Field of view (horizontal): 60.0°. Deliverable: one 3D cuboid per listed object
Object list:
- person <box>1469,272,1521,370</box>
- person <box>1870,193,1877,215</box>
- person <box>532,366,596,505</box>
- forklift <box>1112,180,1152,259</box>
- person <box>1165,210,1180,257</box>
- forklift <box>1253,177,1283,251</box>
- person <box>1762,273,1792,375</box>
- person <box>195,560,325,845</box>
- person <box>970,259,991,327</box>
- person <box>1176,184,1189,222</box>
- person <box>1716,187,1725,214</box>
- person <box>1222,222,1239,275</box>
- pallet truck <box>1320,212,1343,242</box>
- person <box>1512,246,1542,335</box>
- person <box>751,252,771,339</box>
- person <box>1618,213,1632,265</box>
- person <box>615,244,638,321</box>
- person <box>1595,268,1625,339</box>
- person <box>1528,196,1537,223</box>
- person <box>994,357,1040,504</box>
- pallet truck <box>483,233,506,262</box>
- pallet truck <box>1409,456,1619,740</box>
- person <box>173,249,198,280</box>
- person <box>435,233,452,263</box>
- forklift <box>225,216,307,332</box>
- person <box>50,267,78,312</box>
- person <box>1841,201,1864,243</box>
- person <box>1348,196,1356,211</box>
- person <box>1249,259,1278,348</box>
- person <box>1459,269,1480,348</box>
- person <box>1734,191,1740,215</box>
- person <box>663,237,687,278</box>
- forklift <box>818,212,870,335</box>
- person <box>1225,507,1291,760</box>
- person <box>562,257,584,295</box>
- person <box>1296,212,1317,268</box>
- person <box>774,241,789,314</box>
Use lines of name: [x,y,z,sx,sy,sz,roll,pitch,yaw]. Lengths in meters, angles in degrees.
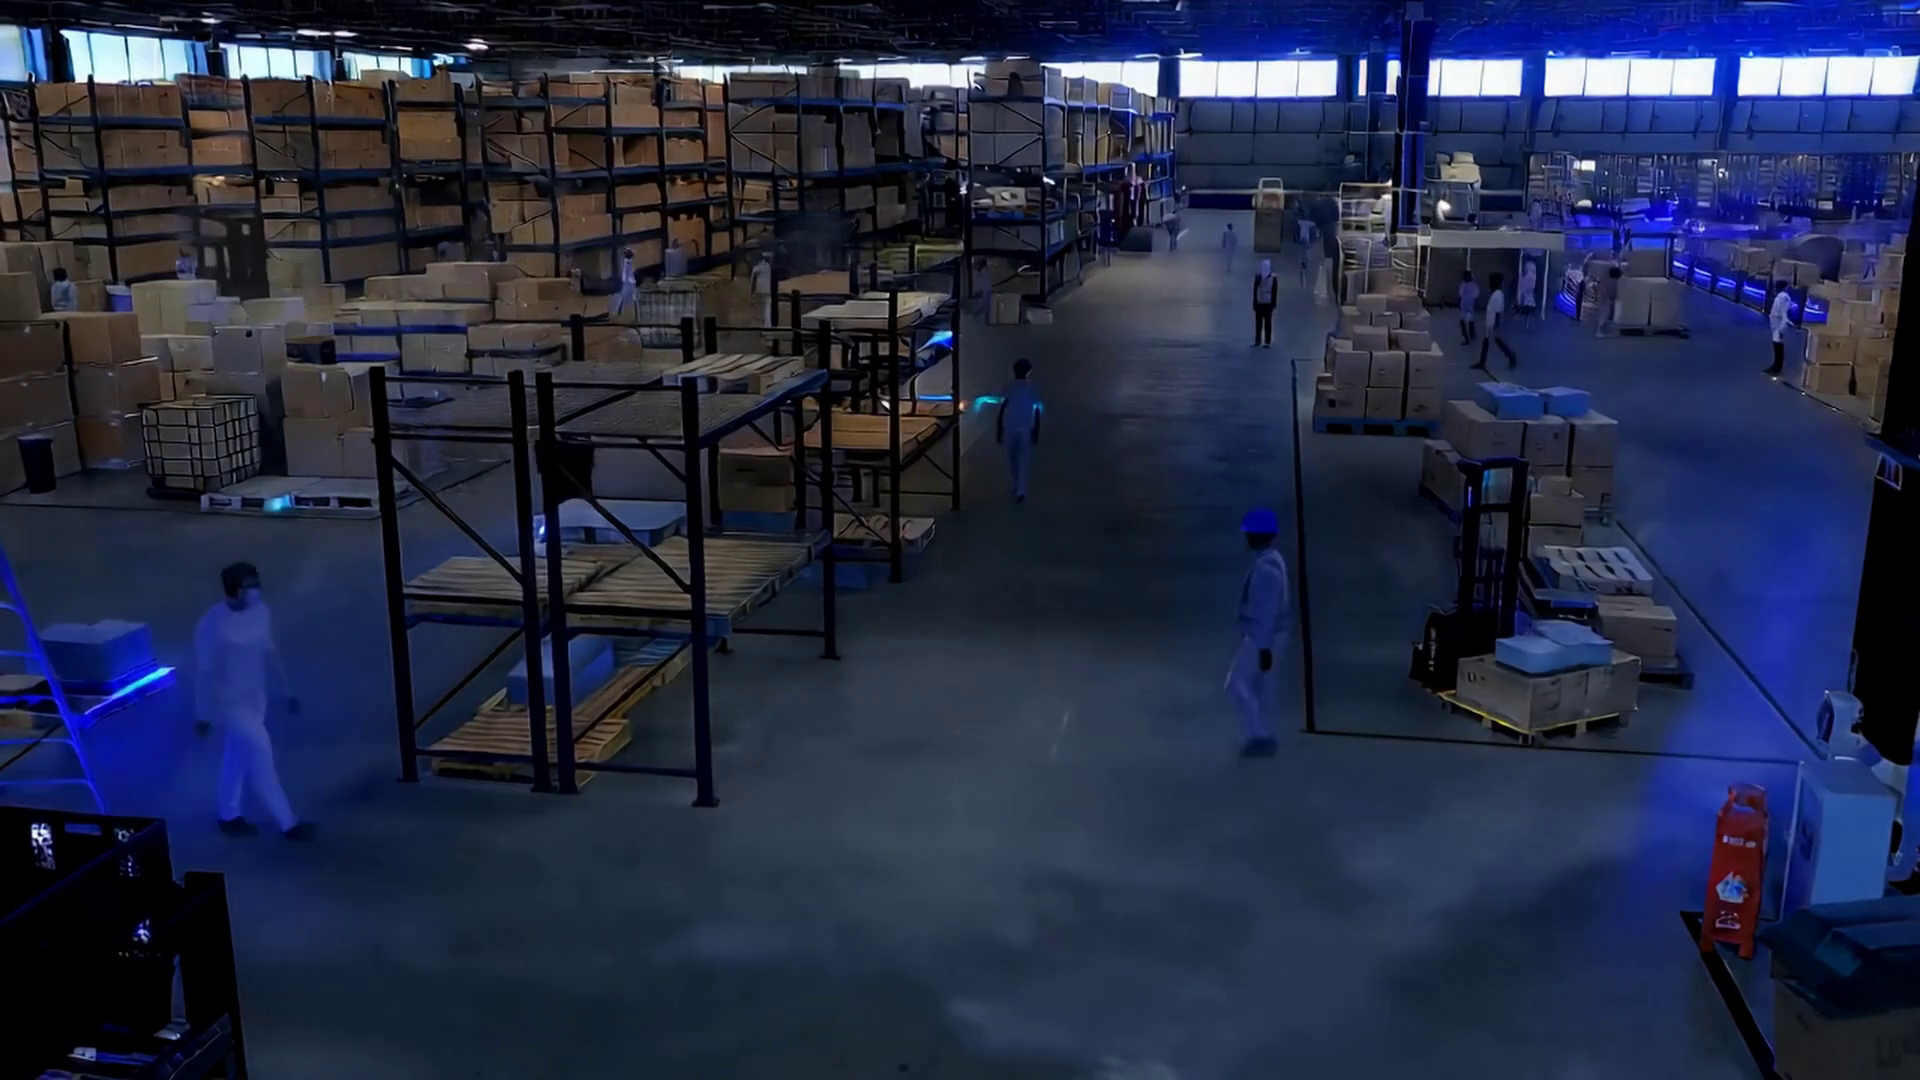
person: [10.530,-4.266,32.486,0.908,1.939,0.607,4,14,15]
person: [43.082,-15.669,78.652,0.384,1.991,0.609,-4,14,-15]
person: [-4.536,-0.986,18.936,0.713,2.000,0.579,-11,18,-38]
forklift: [6.082,-11.722,60.796,1.873,2.768,1.129,2,14,9]
person: [7.885,-11.398,61.809,0.530,1.752,0.554,1,14,6]
forklift: [12.083,-12.747,64.956,1.129,2.768,1.873,3,14,10]
person: [15.765,-4.159,32.030,0.356,1.937,0.552,4,14,17]
person: [-4.564,1.068,10.884,0.959,1.896,0.640,3,14,10]
person: [0.540,-5.908,39.767,0.411,1.619,0.530,4,14,14]
person: [11.401,-17.281,85.314,0.644,1.927,0.611,3,14,12]
person: [40.284,-17.908,88.308,0.858,1.720,0.572,4,14,16]
person: [8.818,-9.466,54.040,0.517,1.711,0.760,-6,15,-21]
pallet truck: [15.874,-13.227,70.310,0.680,1.201,1.601,10,17,35]
person: [13.015,-5.690,38.051,0.472,2.031,0.632,4,14,14]
person: [-4.416,-5.533,37.607,0.631,1.939,0.372,-11,18,-39]
person: [23.225,-10.508,58.066,0.403,1.817,0.601,9,16,32]
person: [-8.105,-6.338,40.991,1.011,1.879,0.572,2,14,9]
person: [14.686,-5.308,37.372,0.728,1.593,0.566,3,14,11]
person: [25.019,-14.110,72.686,0.480,1.815,0.616,3,14,11]
person: [0.725,-1.381,21.043,0.575,1.817,0.998,2,14,7]
pallet truck: [-11.832,-7.026,43.548,1.885,1.965,0.823,8,16,28]
pallet truck: [4.504,0.400,13.395,0.823,1.965,1.885,-6,15,-23]
person: [-19.947,-6.672,42.833,0.888,1.636,0.627,13,19,42]
person: [-14.405,-7.646,46.417,0.428,1.837,0.627,3,14,11]
forklift: [-15.084,-5.470,35.413,1.873,2.768,1.129,3,14,10]
person: [-18.706,-4.772,34.716,0.633,1.842,0.429,5,15,19]
person: [37.384,-13.298,69.586,0.893,1.720,0.535,6,15,22]
person: [19.600,-16.545,82.933,0.514,1.641,0.307,2,14,8]
person: [6.580,-5.106,35.913,0.393,1.919,0.589,-12,18,-40]
person: [11.049,-5.015,36.046,0.340,1.682,0.659,-6,15,-24]
person: [37.336,-16.002,79.896,0.377,2.044,0.607,2,14,7]
person: [-7.421,-6.940,43.375,0.627,1.905,0.781,-3,14,-12]
forklift: [-2.657,-5.926,37.262,1.129,2.768,1.873,3,14,10]
person: [2.176,0.700,12.316,0.518,1.925,0.639,3,14,11]
person: [-9.340,-6.019,40.214,0.524,1.633,0.314,0,14,-1]
person: [11.915,-10.314,57.136,0.680,1.873,0.862,3,14,13]
person: [-4.345,-6.334,40.807,0.433,1.966,0.612,-7,16,-27]
